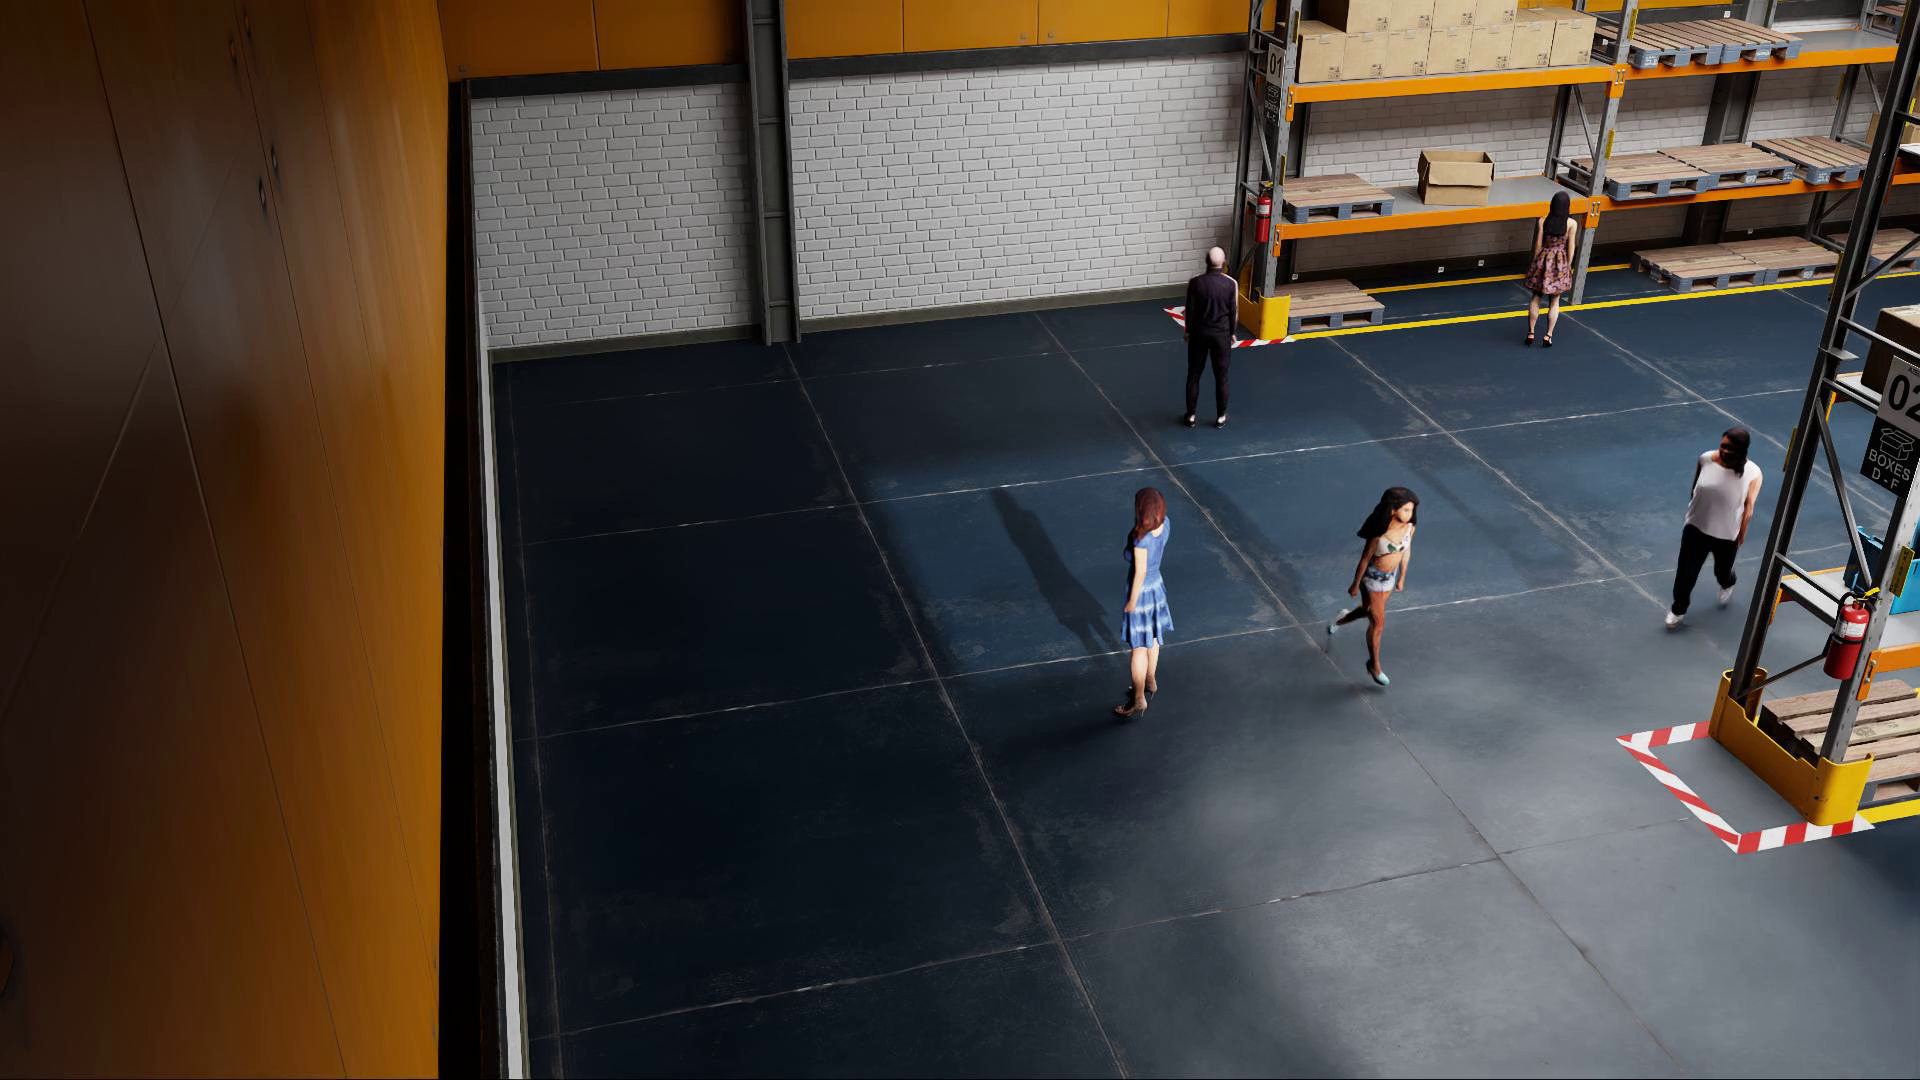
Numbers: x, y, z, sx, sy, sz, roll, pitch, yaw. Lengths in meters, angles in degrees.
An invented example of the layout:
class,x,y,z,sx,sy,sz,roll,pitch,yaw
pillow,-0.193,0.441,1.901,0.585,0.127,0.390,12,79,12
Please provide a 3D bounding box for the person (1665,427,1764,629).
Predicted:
class,x,y,z,sx,sy,sz,roll,pitch,yaw
person,5.989,-0.127,13.115,0.997,1.659,1.171,24,37,37

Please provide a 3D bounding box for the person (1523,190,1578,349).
class,x,y,z,sx,sy,sz,roll,pitch,yaw
person,6.456,-2.961,18.190,0.793,1.773,0.864,12,31,20

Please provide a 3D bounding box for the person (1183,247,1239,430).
class,x,y,z,sx,sy,sz,roll,pitch,yaw
person,2.454,-1.980,16.326,0.685,1.836,0.821,6,29,11

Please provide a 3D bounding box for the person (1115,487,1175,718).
class,x,y,z,sx,sy,sz,roll,pitch,yaw
person,1.309,0.437,11.927,0.792,1.806,0.747,13,31,23

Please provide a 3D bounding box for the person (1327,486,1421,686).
class,x,y,z,sx,sy,sz,roll,pitch,yaw
person,3.067,0.289,12.432,0.986,1.582,0.812,-13,31,-22
